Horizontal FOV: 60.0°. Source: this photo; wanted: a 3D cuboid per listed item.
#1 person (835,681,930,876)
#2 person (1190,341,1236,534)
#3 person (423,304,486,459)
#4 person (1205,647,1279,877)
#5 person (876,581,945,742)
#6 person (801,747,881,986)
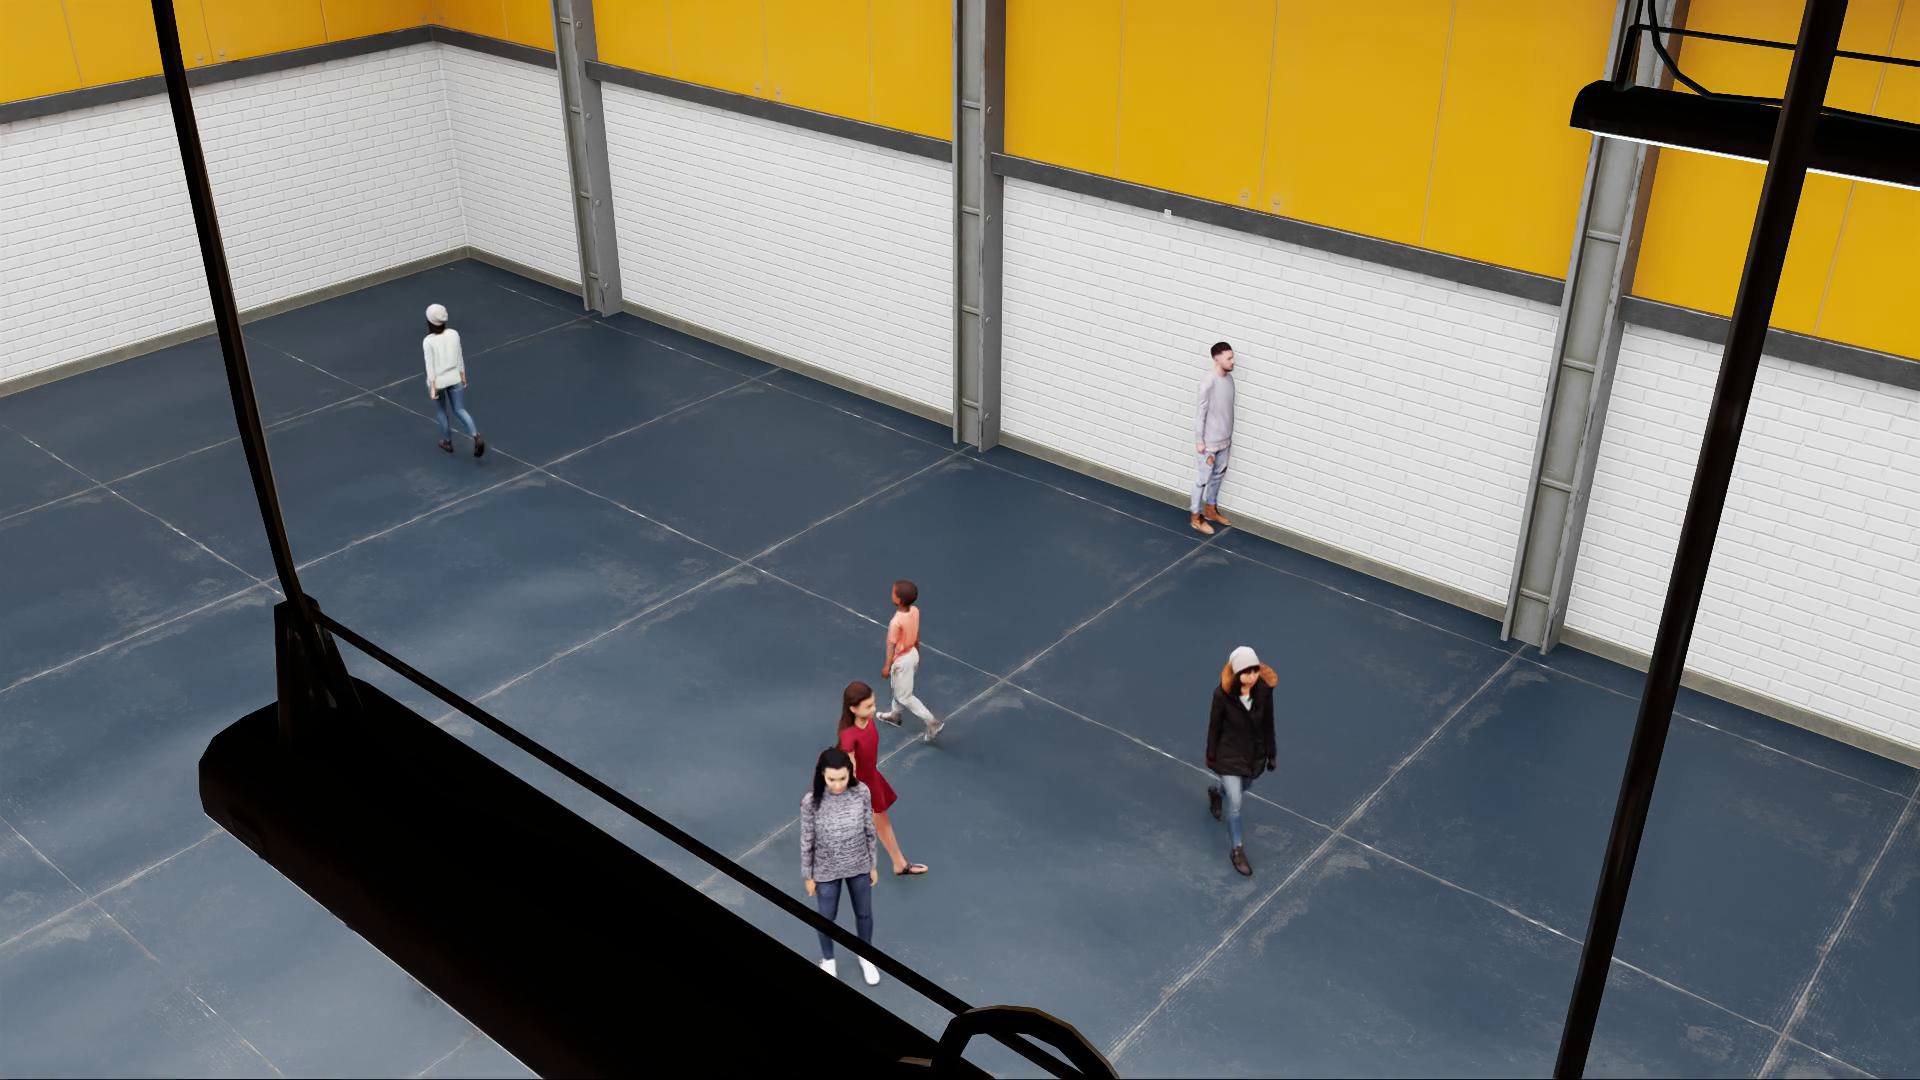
[{"bbox_3d":[-0.758,1.584,10.946,1.117,1.506,0.736,13,31,22],"label":"person"},{"bbox_3d":[2.328,-0.967,15.275,0.694,1.839,0.597,-25,37,-38],"label":"person"},{"bbox_3d":[-5.077,-1.560,16.585,0.996,1.624,0.589,23,36,36],"label":"person"},{"bbox_3d":[1.861,1.389,11.196,0.955,1.609,1.121,-9,30,-15],"label":"person"},{"bbox_3d":[-0.371,0.913,12.394,0.887,1.296,0.590,15,32,25],"label":"person"},{"bbox_3d":[-0.718,1.951,10.037,0.703,1.732,0.724,-8,30,-14],"label":"person"}]
